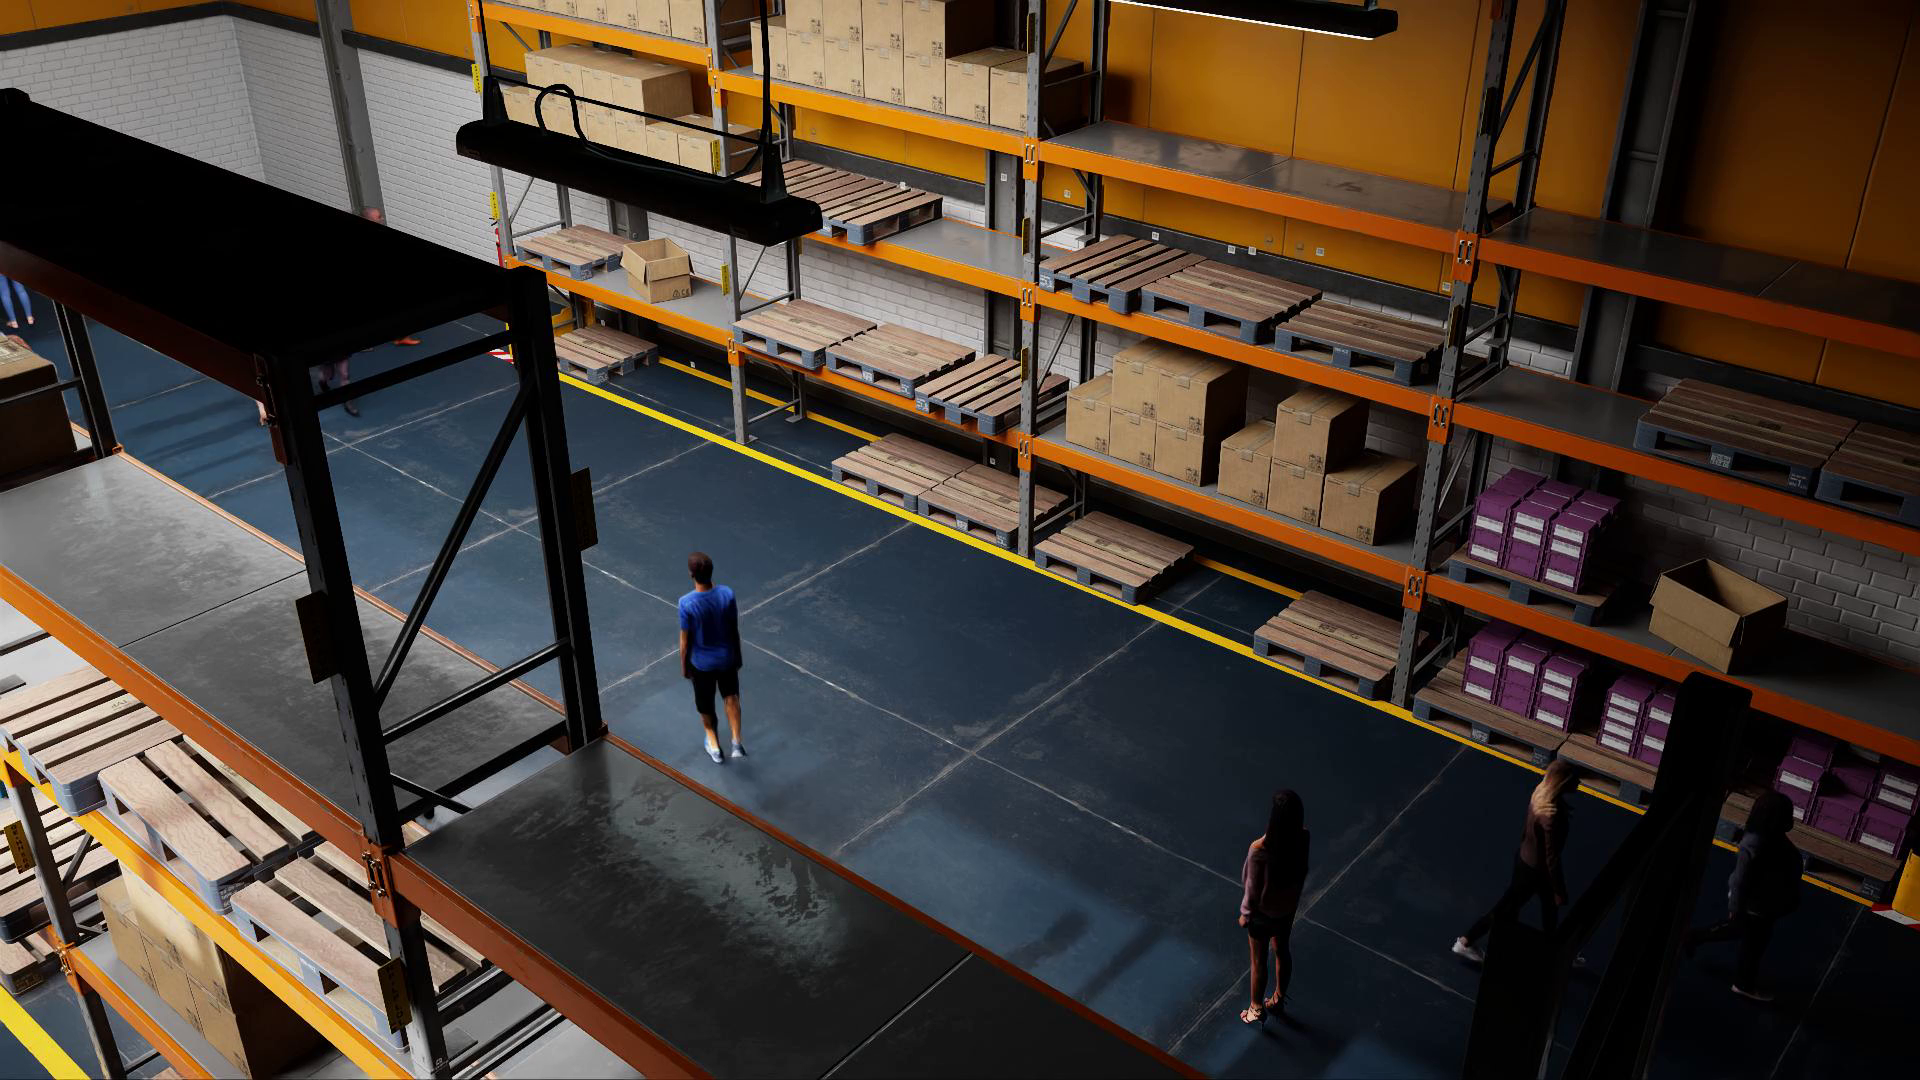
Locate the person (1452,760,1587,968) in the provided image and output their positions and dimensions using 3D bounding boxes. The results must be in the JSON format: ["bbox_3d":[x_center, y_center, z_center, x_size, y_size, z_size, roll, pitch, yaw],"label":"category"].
[{"bbox_3d":[3.650,2.153,10.854,1.175,1.663,0.897,8,30,14],"label":"person"}]

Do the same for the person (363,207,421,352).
[{"bbox_3d":[-7.223,-3.205,20.543,1.094,1.792,1.009,1,29,2],"label":"person"}]

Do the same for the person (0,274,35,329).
[{"bbox_3d":[-12.246,-3.524,21.313,0.605,1.614,0.534,-25,37,-38],"label":"person"}]

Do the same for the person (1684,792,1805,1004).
[{"bbox_3d":[5.064,2.263,10.737,0.933,1.582,0.756,16,32,27],"label":"person"}]

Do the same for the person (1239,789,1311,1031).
[{"bbox_3d":[1.965,2.313,10.406,0.695,1.812,0.665,-14,32,-24],"label":"person"}]

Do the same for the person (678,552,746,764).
[{"bbox_3d":[-1.877,0.969,12.821,0.812,1.857,0.919,-12,31,-21],"label":"person"}]
